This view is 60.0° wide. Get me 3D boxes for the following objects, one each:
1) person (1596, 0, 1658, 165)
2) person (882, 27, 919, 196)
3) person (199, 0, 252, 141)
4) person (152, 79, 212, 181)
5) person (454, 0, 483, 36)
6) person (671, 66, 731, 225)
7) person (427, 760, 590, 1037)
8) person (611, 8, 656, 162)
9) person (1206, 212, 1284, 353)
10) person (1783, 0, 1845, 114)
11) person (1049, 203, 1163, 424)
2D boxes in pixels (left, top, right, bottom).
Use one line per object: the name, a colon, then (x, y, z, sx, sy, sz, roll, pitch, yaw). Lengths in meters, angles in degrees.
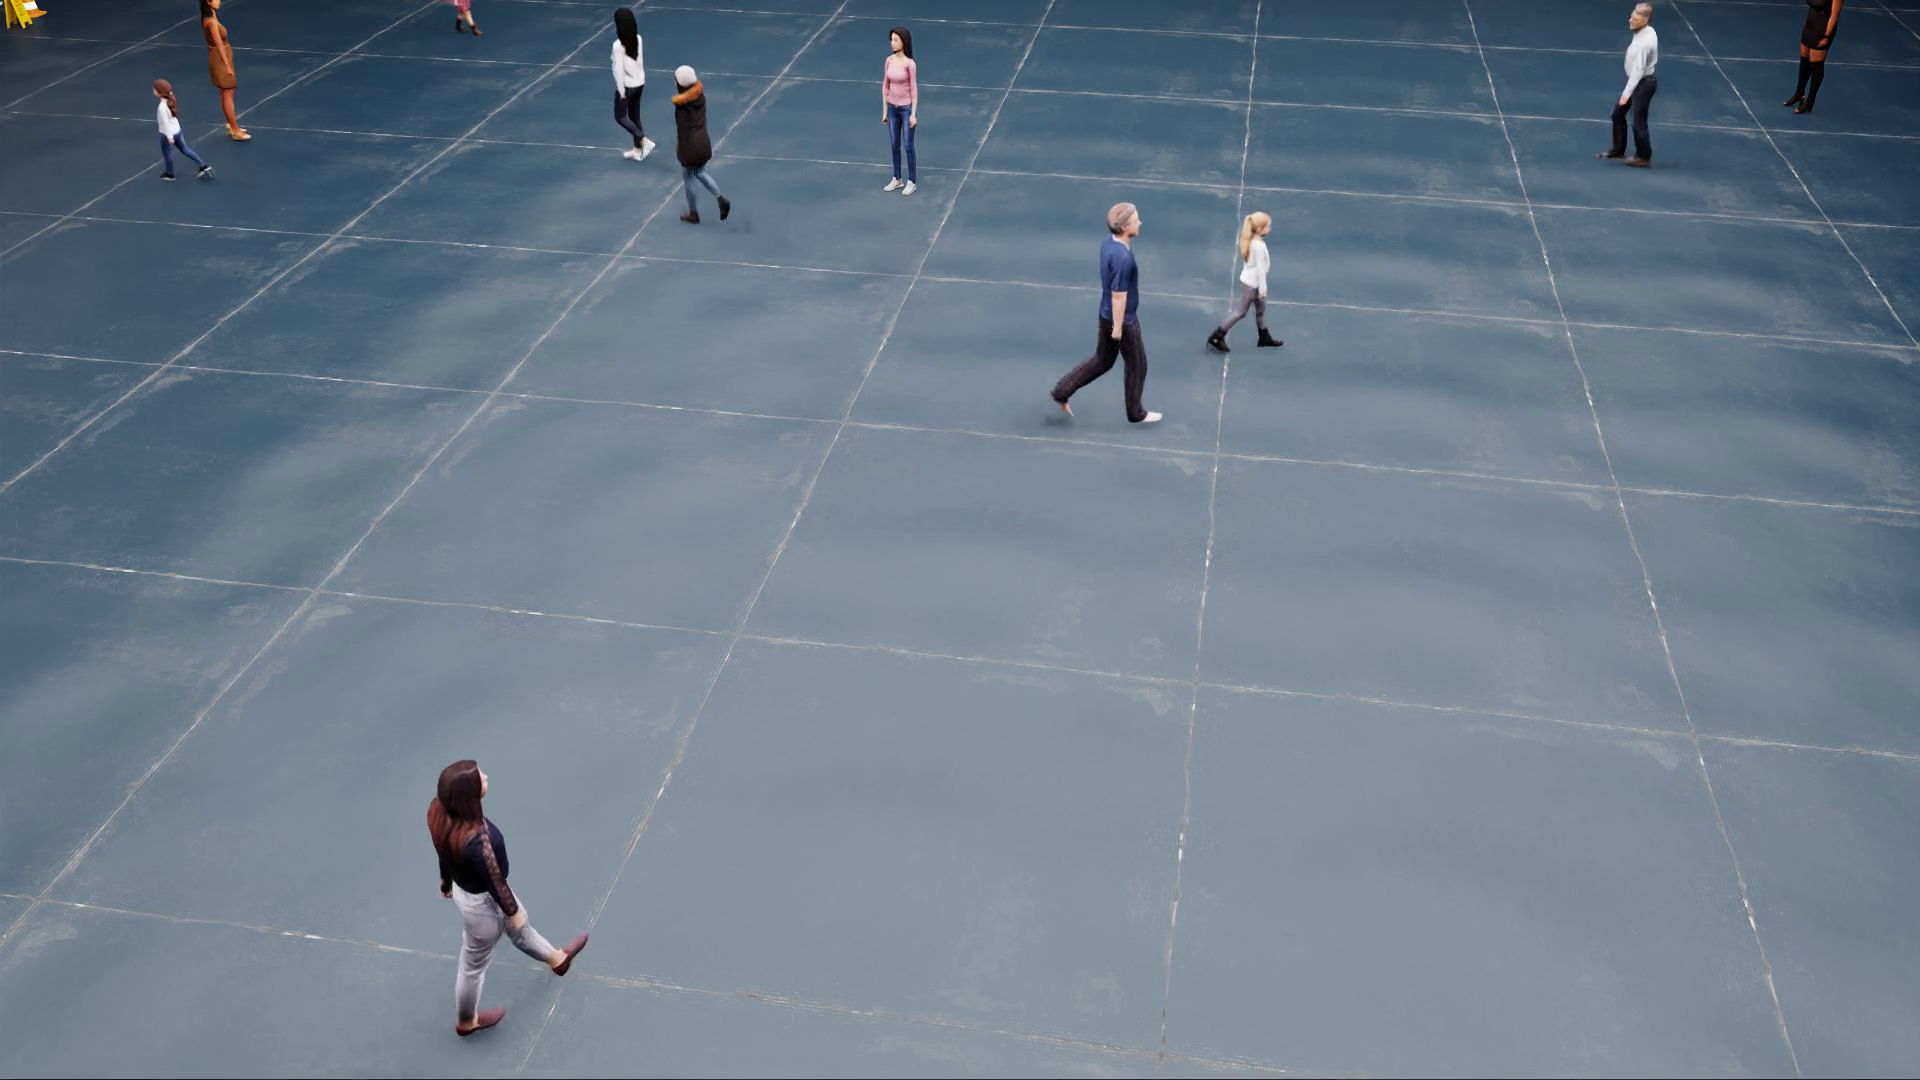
person: (7.453, -4.937, 18.111, 0.782, 1.767, 0.661, 10, 34, 15)
person: (-0.611, -4.509, 17.455, 0.584, 1.742, 0.714, 22, 38, 30)
person: (-8.412, -5.416, 18.948, 0.685, 1.684, 0.643, -17, 36, -24)
person: (-8.434, -4.406, 17.901, 0.809, 1.092, 0.512, 1, 32, 2)
person: (-6.859, -7.469, 22.835, 0.776, 1.008, 0.575, 17, 36, 25)
person: (-2.605, -3.930, 16.650, 0.927, 1.622, 0.793, 16, 36, 24)
person: (-2.282, 1.713, 7.750, 1.053, 1.573, 1.017, -23, 39, -32)
person: (-3.557, -4.956, 18.215, 0.864, 1.688, 0.762, 18, 36, 26)
person: (2.427, -2.189, 14.228, 0.931, 1.261, 0.593, 1, 32, 2)
person: (10.199, -6.025, 19.754, 0.667, 1.854, 0.698, -1, 32, -2)
person: (1.135, -1.722, 12.947, 1.206, 1.838, 0.865, -3, 32, -5)
